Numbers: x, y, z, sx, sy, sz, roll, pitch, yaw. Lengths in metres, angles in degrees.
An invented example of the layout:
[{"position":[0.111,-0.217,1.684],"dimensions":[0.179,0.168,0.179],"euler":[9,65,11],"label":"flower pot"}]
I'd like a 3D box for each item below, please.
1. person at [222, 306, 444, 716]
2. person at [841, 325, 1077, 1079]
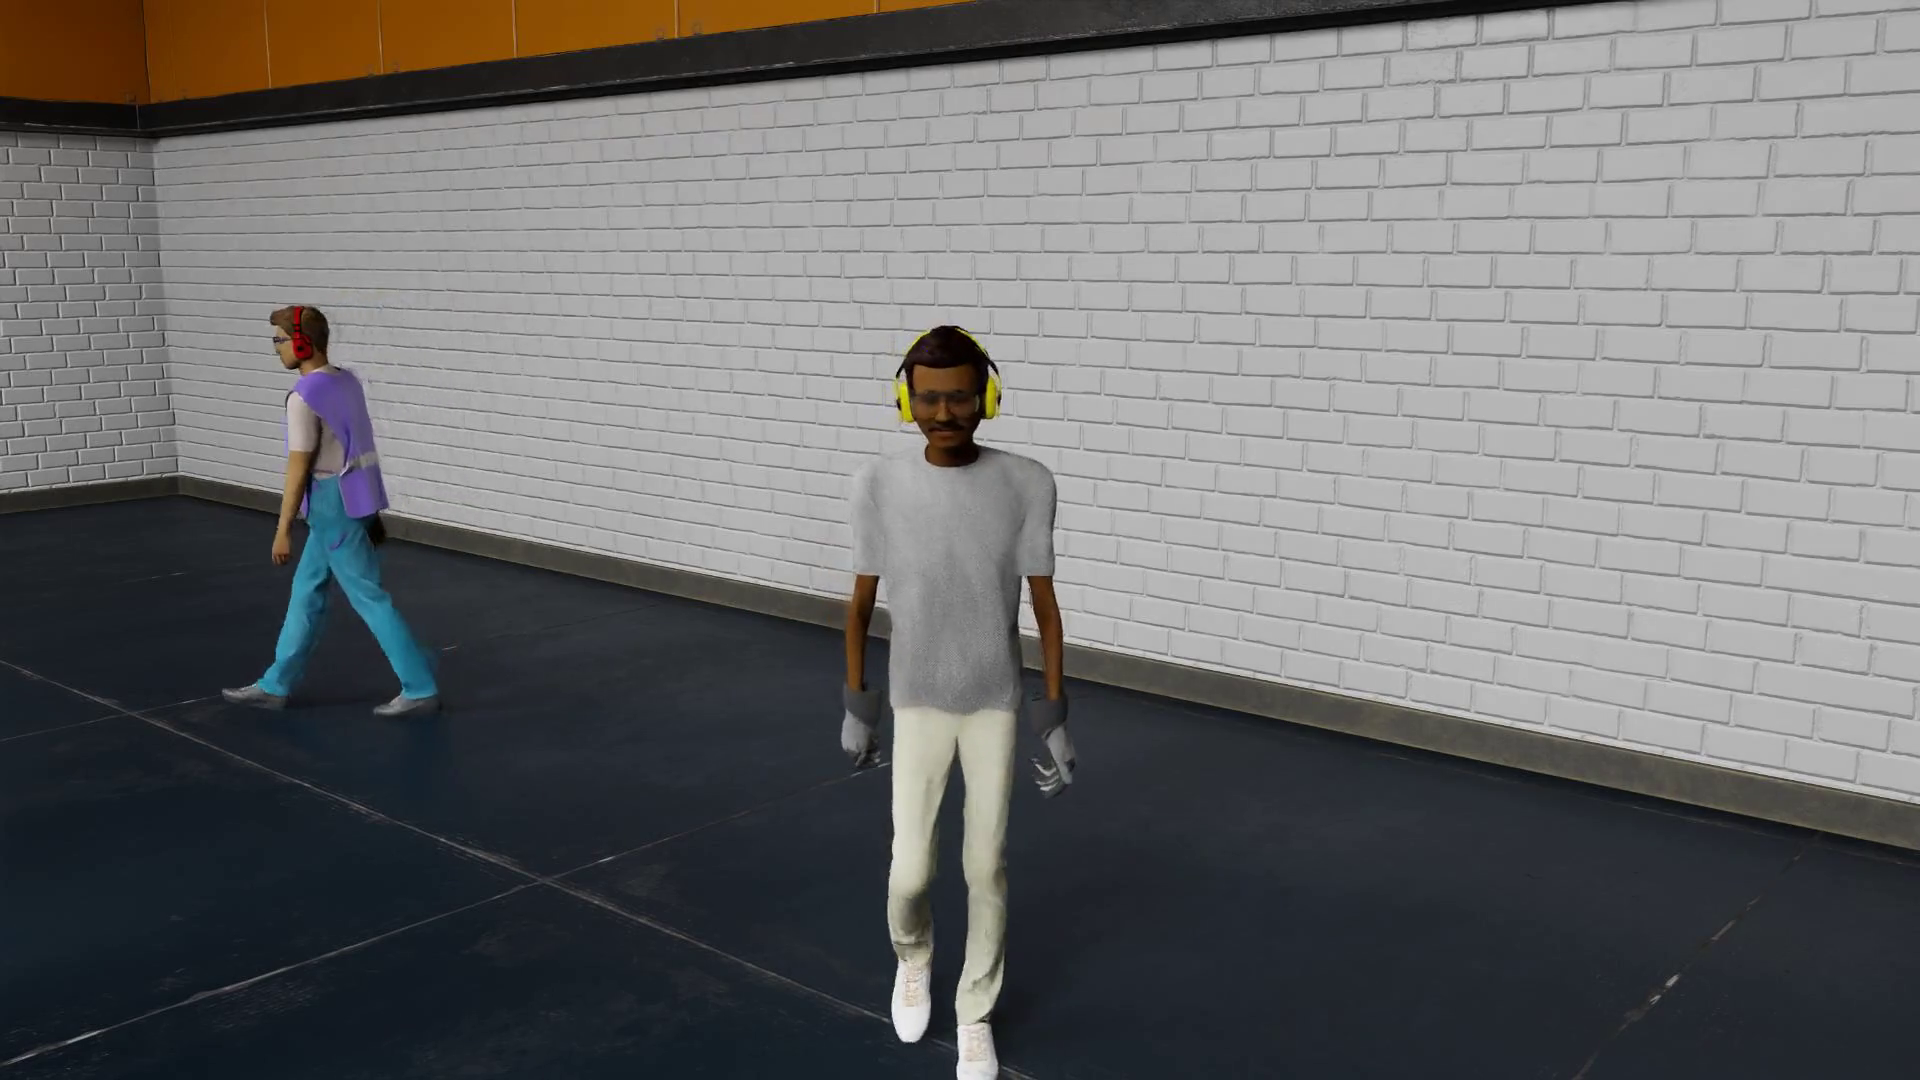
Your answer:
[{"position":[-2.712,-0.104,7.114],"dimensions":[0.992,1.780,0.567],"euler":[-1,10,-3],"label":"person"},{"position":[-0.010,0.411,3.992],"dimensions":[0.546,1.850,0.413],"euler":[-1,10,-4],"label":"person"}]
